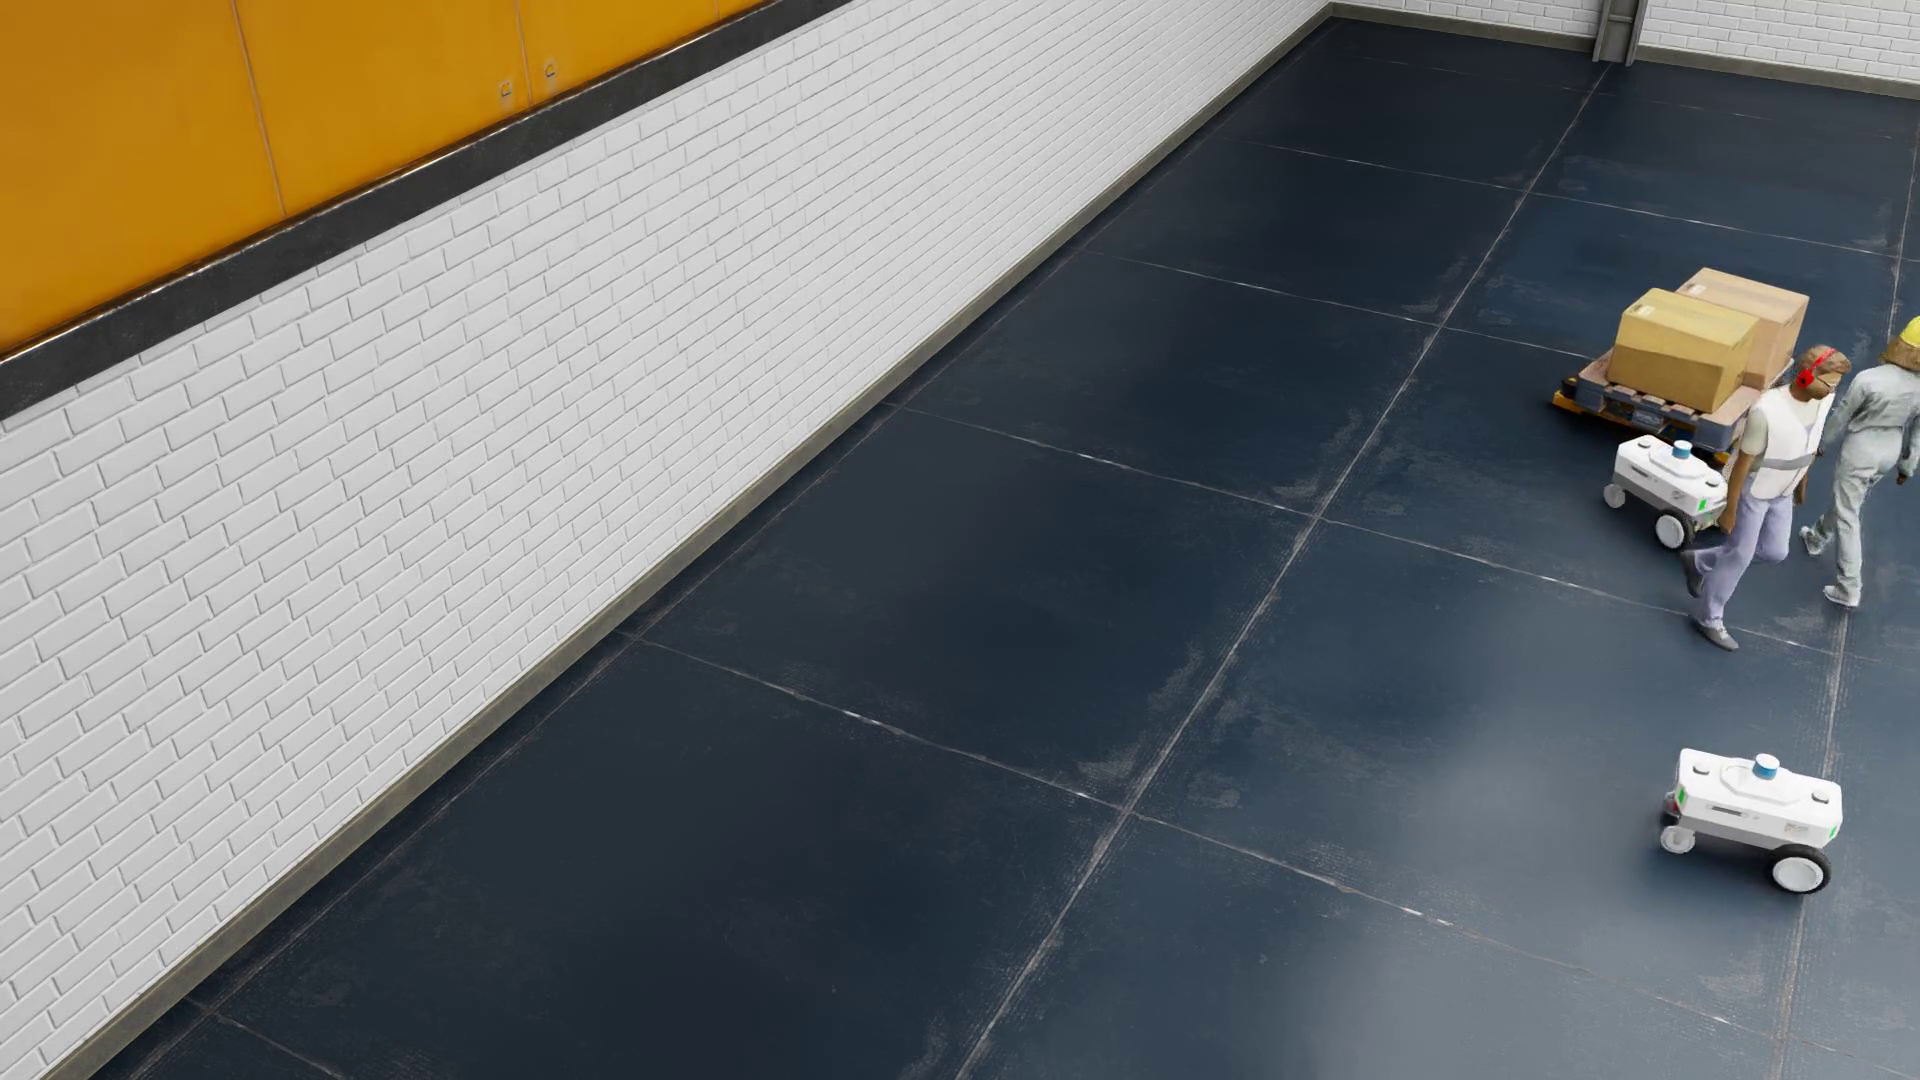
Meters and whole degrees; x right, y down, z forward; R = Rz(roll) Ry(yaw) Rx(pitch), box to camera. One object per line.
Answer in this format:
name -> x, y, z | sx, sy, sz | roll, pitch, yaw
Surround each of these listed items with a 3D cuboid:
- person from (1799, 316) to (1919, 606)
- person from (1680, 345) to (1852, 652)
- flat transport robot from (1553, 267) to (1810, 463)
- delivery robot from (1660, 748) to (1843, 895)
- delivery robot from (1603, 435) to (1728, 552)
person -> 5.154, -0.485, 9.419 | 0.492, 1.694, 0.863 | -1, 34, -2
person -> 4.309, -0.275, 8.998 | 0.652, 1.813, 0.532 | -18, 38, -25
flat transport robot -> 4.855, -0.884, 11.293 | 1.431, 0.231, 0.659 | 26, 42, 33
delivery robot -> 3.756, 1.280, 7.834 | 0.796, 0.613, 0.499 | 13, 36, 18
delivery robot -> 4.381, -0.311, 10.200 | 0.499, 0.614, 0.812 | -17, 38, -24
